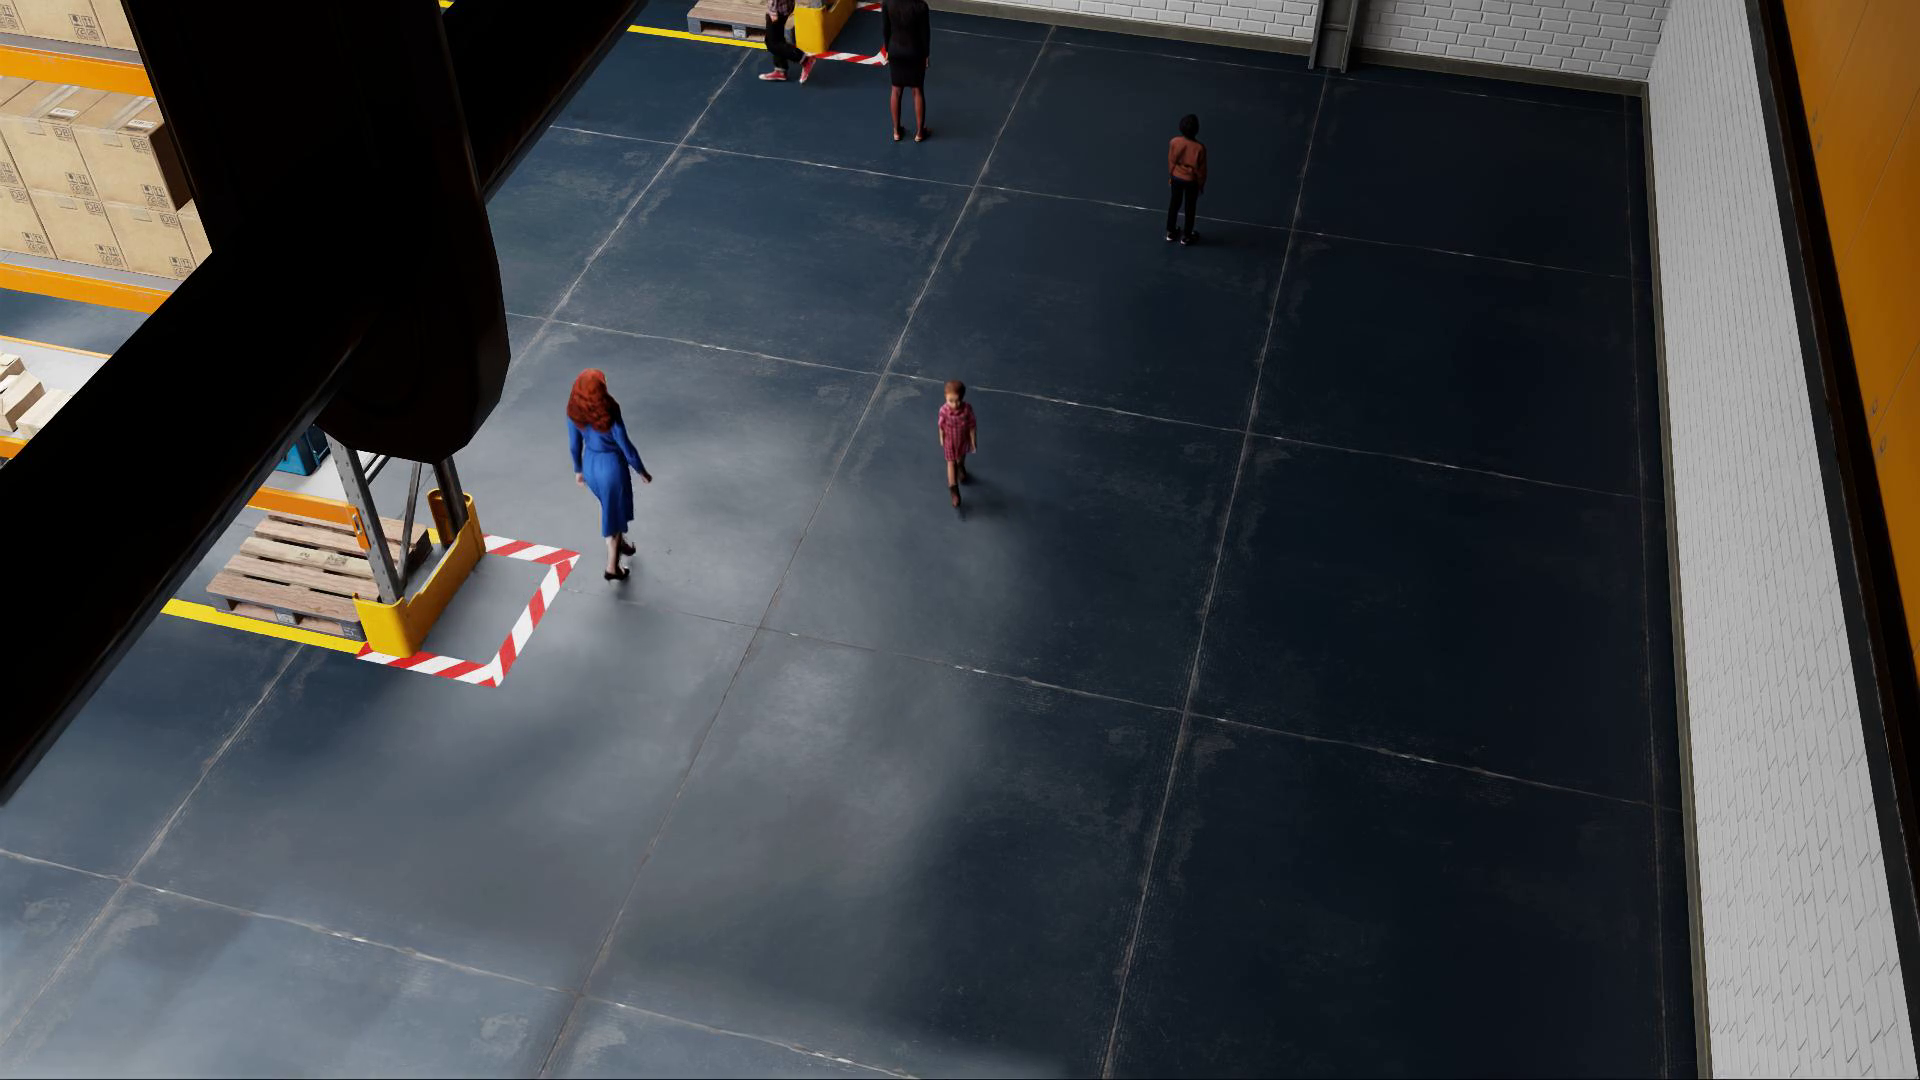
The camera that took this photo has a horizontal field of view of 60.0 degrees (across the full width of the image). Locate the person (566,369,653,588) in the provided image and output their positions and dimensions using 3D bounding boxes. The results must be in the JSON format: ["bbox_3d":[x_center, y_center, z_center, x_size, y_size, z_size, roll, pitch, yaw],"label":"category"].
[{"bbox_3d":[-2.447,-0.355,11.334,0.731,1.813,0.781,23,48,22],"label":"person"}]

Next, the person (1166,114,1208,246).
[{"bbox_3d":[1.995,-3.200,14.725,0.503,1.254,0.636,24,48,23],"label":"person"}]

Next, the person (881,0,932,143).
[{"bbox_3d":[-0.510,-4.642,15.900,0.435,1.720,0.668,9,44,9],"label":"person"}]

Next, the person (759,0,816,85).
[{"bbox_3d":[-1.763,-5.386,16.658,0.928,1.752,0.823,1,44,1],"label":"person"}]

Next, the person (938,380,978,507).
[{"bbox_3d":[-0.009,-0.803,12.394,0.731,0.997,0.647,-4,44,-4],"label":"person"}]
